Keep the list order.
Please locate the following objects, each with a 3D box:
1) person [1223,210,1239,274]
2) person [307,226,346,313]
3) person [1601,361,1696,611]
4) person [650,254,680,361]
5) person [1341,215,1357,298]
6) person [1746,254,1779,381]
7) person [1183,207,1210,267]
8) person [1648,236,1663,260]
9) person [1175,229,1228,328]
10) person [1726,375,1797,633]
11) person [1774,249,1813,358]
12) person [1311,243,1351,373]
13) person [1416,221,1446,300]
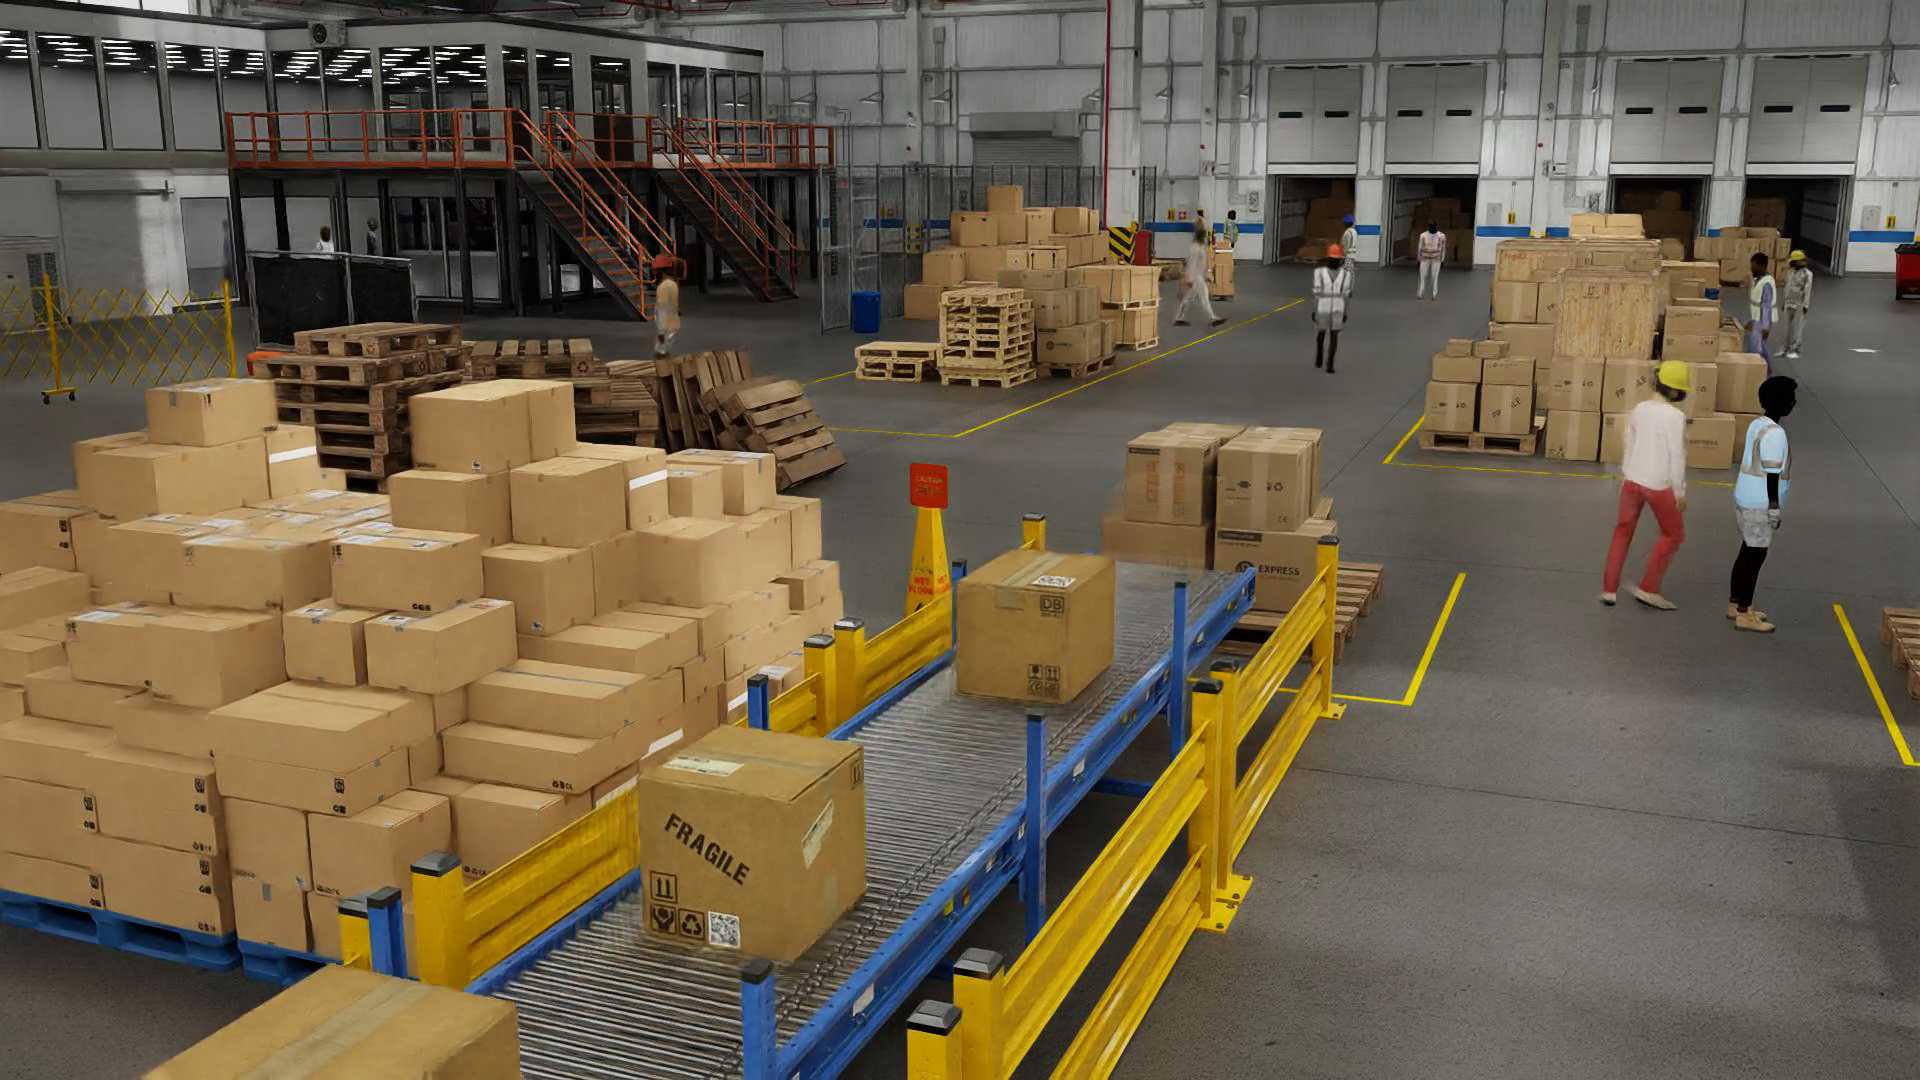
[{"bbox_3d":[7.882,-8.662,48.390,0.429,1.844,0.625,-1,13,-4],"label":"person"},{"bbox_3d":[-13.516,-5.744,35.334,0.929,1.846,0.644,6,14,25],"label":"person"},{"bbox_3d":[4.747,-0.366,11.400,0.449,1.729,0.632,-4,13,-17],"label":"person"},{"bbox_3d":[-3.806,-2.790,21.876,0.602,1.917,0.558,1,13,7],"label":"person"},{"bbox_3d":[9.203,-6.723,39.445,0.376,1.950,0.613,7,15,30],"label":"person"},{"bbox_3d":[11.018,-2.975,22.842,0.545,1.873,0.783,4,13,16],"label":"person"},{"bbox_3d":[7.280,-9.269,51.021,0.641,1.888,0.753,-3,13,-12],"label":"person"},{"bbox_3d":[12.313,-4.474,29.600,0.325,1.842,0.513,2,13,9],"label":"person"},{"bbox_3d":[4.627,-5.021,31.971,1.065,1.879,0.640,5,13,19],"label":"person"},{"bbox_3d":[5.286,-0.242,10.970,0.320,1.694,0.536,3,13,14],"label":"person"},{"bbox_3d":[13.474,-3.810,26.848,0.315,1.742,0.492,-5,13,-21],"label":"person"},{"bbox_3d":[5.537,-3.456,24.832,0.553,1.925,0.456,1,13,5],"label":"person"},{"bbox_3d":[10.976,-6.509,38.827,0.655,1.828,0.432,3,13,15],"label":"person"}]
